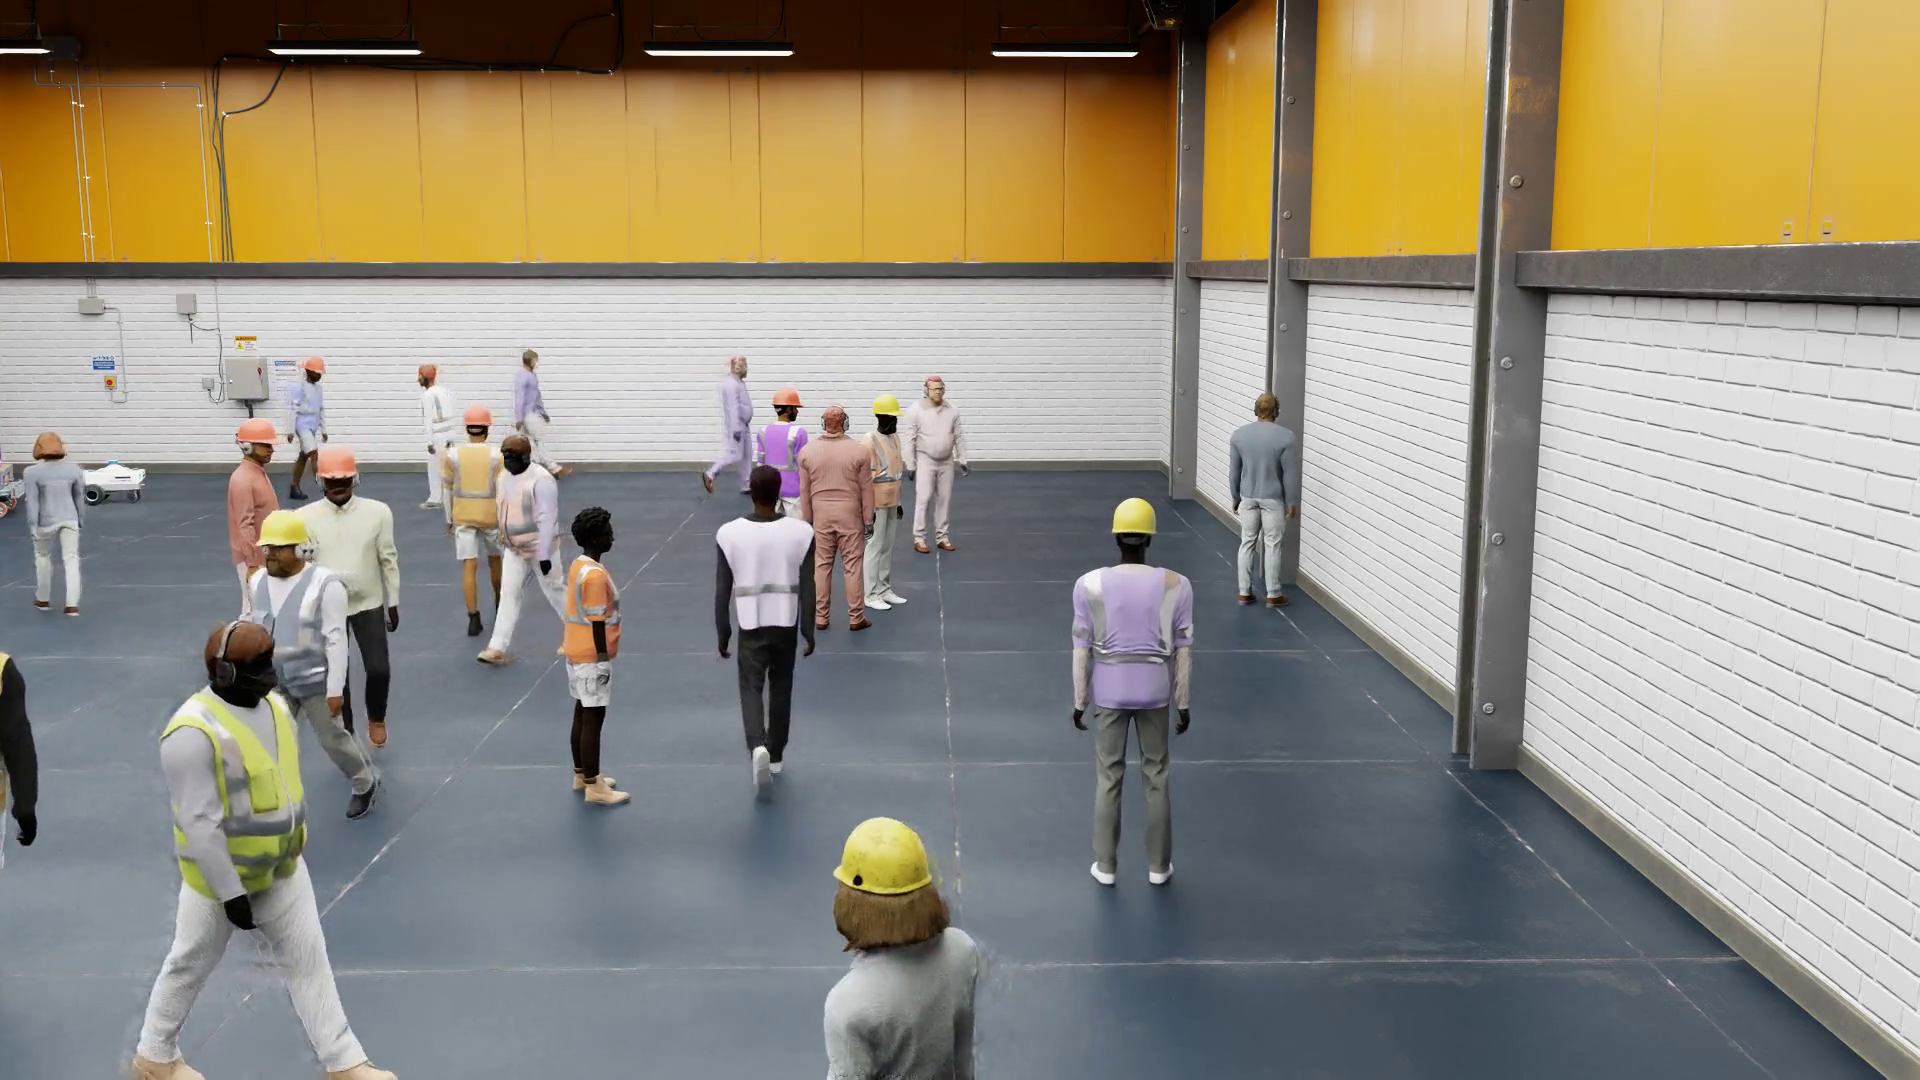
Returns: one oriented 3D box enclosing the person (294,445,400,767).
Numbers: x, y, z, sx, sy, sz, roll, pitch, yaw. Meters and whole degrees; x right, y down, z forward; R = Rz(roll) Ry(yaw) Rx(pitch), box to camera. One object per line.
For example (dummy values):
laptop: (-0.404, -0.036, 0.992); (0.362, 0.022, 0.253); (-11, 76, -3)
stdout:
person: (-3.732, 0.404, 10.128); (0.617, 1.983, 0.458); (-3, 10, -19)

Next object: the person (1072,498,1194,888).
person: (0.844, 0.752, 8.170); (0.593, 1.922, 0.386); (0, 9, 3)

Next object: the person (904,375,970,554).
person: (-0.259, -0.819, 17.887); (0.663, 1.902, 0.443); (-5, 10, -28)

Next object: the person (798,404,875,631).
person: (-1.019, -0.185, 13.958); (0.643, 1.913, 0.410); (2, 9, 9)

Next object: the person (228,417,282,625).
person: (-4.969, 0.124, 11.810); (0.394, 1.990, 0.618); (-2, 9, -13)

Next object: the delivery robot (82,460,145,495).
delivery robot: (-10.963, -0.796, 21.563); (0.707, 0.478, 0.477); (-3, 10, -18)

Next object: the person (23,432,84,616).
person: (-8.009, -0.151, 14.676); (0.784, 1.595, 0.517); (8, 12, 41)

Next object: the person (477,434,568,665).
person: (-3.299, 0.065, 12.823); (0.661, 1.788, 0.986); (7, 11, 35)

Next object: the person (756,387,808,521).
person: (-1.626, -0.457, 15.554); (0.545, 1.933, 0.376); (5, 10, 27)

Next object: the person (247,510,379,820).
person: (-3.485, 0.708, 8.865); (0.603, 1.794, 0.932); (2, 10, 14)

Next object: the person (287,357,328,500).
person: (-8.453, -1.445, 21.790); (0.960, 1.871, 0.603); (2, 9, 10)

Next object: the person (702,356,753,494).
person: (-3.040, -1.523, 22.254); (0.733, 1.880, 0.652); (1, 9, 5)

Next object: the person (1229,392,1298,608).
person: (2.724, -0.359, 14.940); (0.635, 1.936, 0.354); (6, 11, 32)

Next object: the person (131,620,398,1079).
person: (-2.611, 1.172, 6.032); (1.010, 1.797, 0.620); (3, 10, 15)

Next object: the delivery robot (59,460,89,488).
delivery robot: (-11.704, -0.801, 21.595); (0.707, 0.478, 0.477); (2, 9, 10)

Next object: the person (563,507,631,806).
person: (-2.088, 0.653, 9.474); (0.321, 1.696, 0.536); (-4, 10, -23)

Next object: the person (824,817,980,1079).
person: (-0.098, 1.522, 4.033); (0.498, 1.725, 0.595); (-9, 13, -43)

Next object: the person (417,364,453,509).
person: (-6.463, -1.283, 20.891); (0.787, 1.858, 0.577); (1, 9, 3)

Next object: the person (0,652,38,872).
person: (-3.966, 1.085, 6.497); (0.657, 1.798, 0.916); (-6, 11, -31)

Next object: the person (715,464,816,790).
person: (-1.136, 0.505, 9.786); (0.596, 1.897, 0.793); (-2, 9, -10)

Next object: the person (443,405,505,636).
person: (-4.059, -0.191, 14.045); (0.558, 1.893, 0.936); (-2, 9, -11)

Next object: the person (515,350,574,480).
person: (-6.079, -1.776, 23.815); (1.051, 1.875, 0.636); (-1, 9, -6)

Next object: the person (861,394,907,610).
person: (-0.668, -0.345, 14.889); (0.379, 1.925, 0.594); (4, 10, 24)
